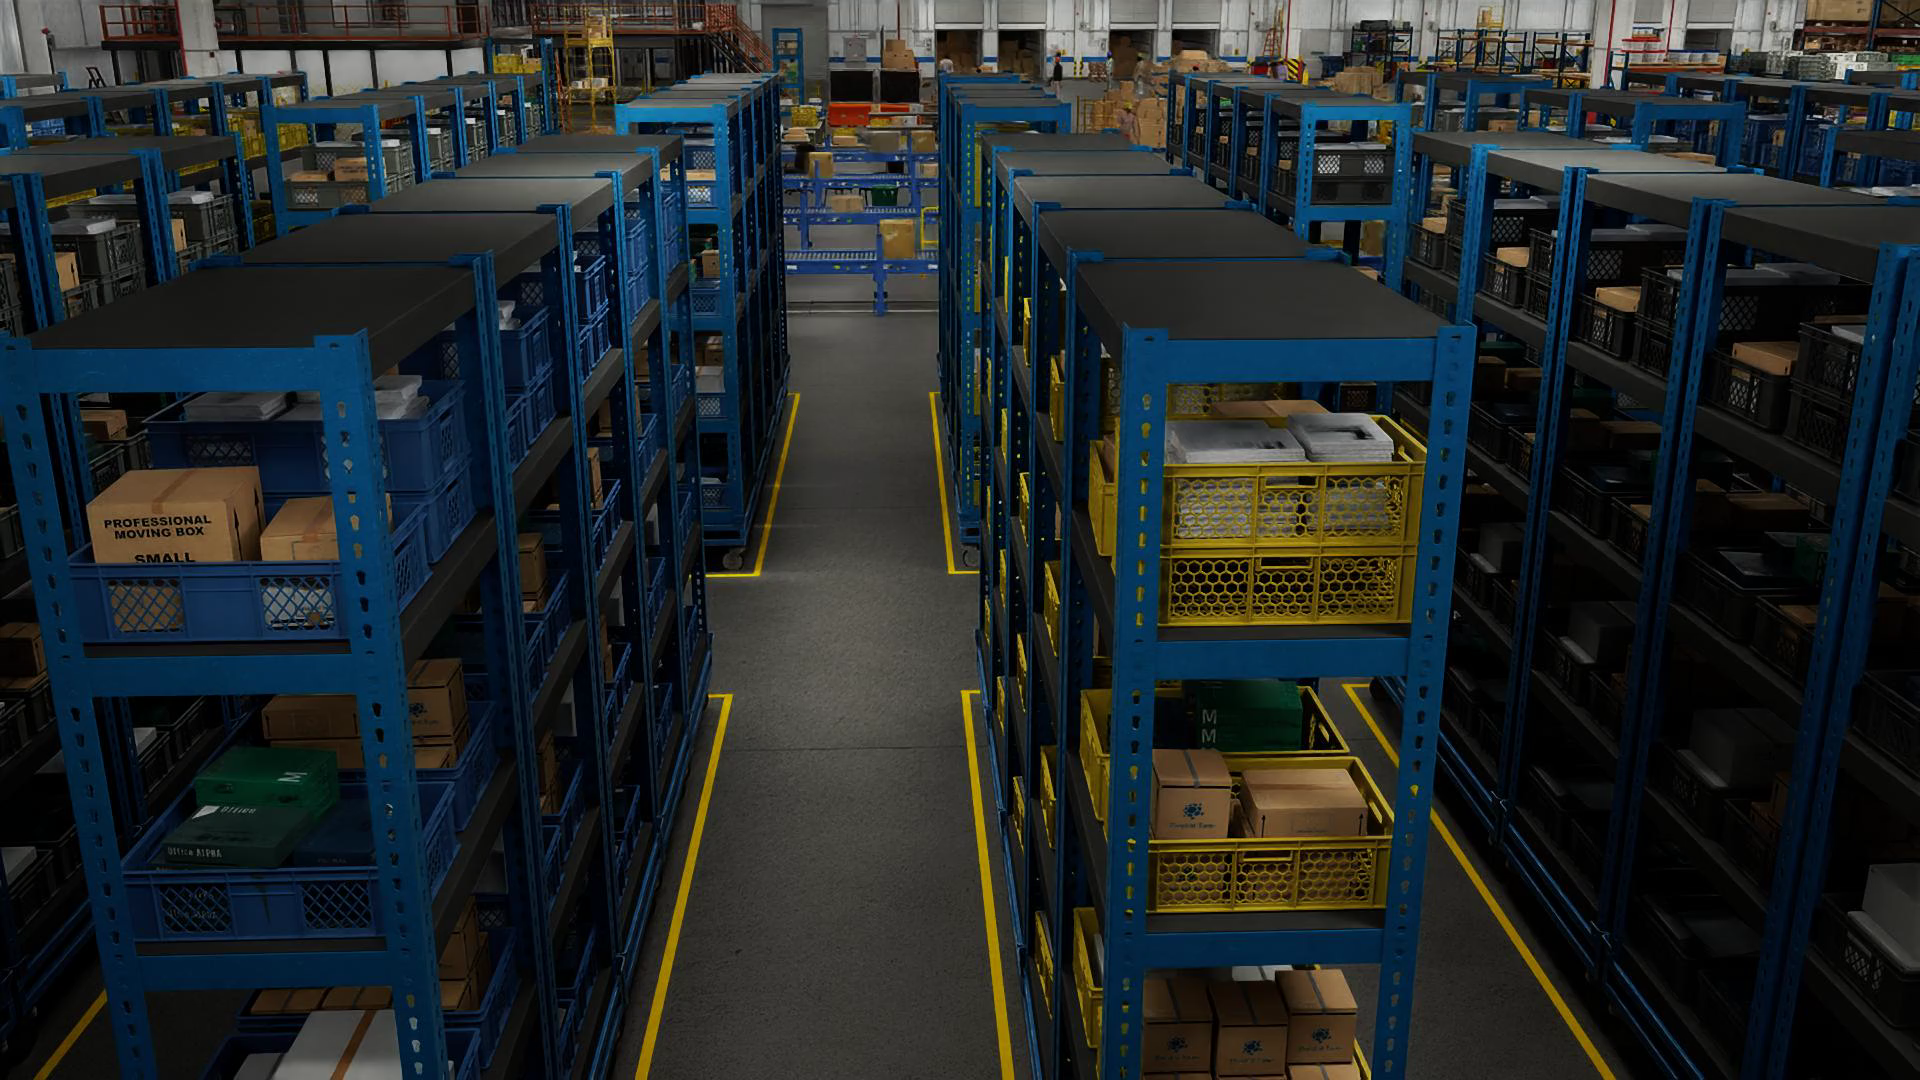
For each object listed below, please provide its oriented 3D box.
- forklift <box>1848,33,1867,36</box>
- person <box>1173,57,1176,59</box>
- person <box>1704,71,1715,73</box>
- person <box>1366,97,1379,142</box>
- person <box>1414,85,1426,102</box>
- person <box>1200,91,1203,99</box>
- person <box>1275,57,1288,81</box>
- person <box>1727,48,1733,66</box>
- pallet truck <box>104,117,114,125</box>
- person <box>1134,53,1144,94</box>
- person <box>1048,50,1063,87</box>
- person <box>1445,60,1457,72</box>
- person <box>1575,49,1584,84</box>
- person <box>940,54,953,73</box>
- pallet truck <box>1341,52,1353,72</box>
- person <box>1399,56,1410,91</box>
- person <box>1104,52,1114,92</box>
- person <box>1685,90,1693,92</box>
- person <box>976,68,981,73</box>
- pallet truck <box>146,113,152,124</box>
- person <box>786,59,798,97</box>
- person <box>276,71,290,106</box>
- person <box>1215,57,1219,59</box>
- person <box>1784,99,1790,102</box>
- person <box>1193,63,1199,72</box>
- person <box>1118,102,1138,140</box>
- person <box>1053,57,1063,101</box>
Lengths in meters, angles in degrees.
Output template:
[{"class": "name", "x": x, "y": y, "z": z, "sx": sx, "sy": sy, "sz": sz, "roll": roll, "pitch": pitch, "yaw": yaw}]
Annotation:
[{"class": "forklift", "x": 46.106, "y": -24.701, "z": 85.701, "sx": 1.129, "sy": 2.768, "sz": 1.873, "roll": -1, "pitch": 18, "yaw": -2}, {"class": "person", "x": 10.676, "y": -23.197, "z": 82.928, "sx": 0.876, "sy": 1.700, "sz": 0.524, "roll": -2, "pitch": 18, "yaw": -6}, {"class": "person", "x": 31.147, "y": -18.912, "z": 69.343, "sx": 0.576, "sy": 1.904, "sz": 0.400, "roll": -3, "pitch": 18, "yaw": -8}, {"class": "person", "x": 11.917, "y": -12.014, "z": 48.356, "sx": 0.536, "sy": 1.688, "sz": 0.421, "roll": 0, "pitch": 18, "yaw": 1}, {"class": "person", "x": 15.743, "y": -15.017, "z": 57.077, "sx": 0.982, "sy": 2.000, "sz": 0.683, "roll": 2, "pitch": 18, "yaw": 7}, {"class": "person", "x": 8.131, "y": -14.913, "z": 57.097, "sx": 0.883, "sy": 1.832, "sz": 0.496, "roll": 0, "pitch": 18, "yaw": -1}, {"class": "person", "x": 14.678, "y": -21.056, "z": 75.966, "sx": 0.614, "sy": 1.919, "sz": 0.395, "roll": 11, "pitch": 21, "yaw": 31}, {"class": "person", "x": 41.663, "y": -25.658, "z": 90.191, "sx": 0.368, "sy": 1.931, "sz": 0.626, "roll": 2, "pitch": 18, "yaw": 5}, {"class": "pallet truck", "x": -18.367, "y": -7.885, "z": 35.078, "sx": 1.885, "sy": 1.965, "sz": 0.823, "roll": 1, "pitch": 18, "yaw": 2}, {"class": "person", "x": 8.788, "y": -22.927, "z": 81.758, "sx": 0.534, "sy": 1.908, "sz": 0.622, "roll": -3, "pitch": 18, "yaw": -10}, {"class": "person", "x": 5.073, "y": -24.931, "z": 87.997, "sx": 0.754, "sy": 1.898, "sz": 0.549, "roll": 10, "pitch": 20, "yaw": 27}, {"class": "person", "x": 22.574, "y": -21.183, "z": 76.614, "sx": 0.523, "sy": 1.760, "sz": 0.324, "roll": 7, "pitch": 19, "yaw": 19}, {"class": "person", "x": 33.957, "y": -25.911, "z": 91.045, "sx": 1.036, "sy": 1.879, "sz": 0.552, "roll": -11, "pitch": 21, "yaw": -31}, {"class": "person", "x": -0.662, "y": -22.584, "z": 80.659, "sx": 0.629, "sy": 1.940, "sz": 0.379, "roll": 2, "pitch": 18, "yaw": 6}, {"class": "pallet truck", "x": 18.794, "y": -23.123, "z": 82.231, "sx": 0.823, "sy": 1.965, "sz": 1.885, "roll": -13, "pitch": 22, "yaw": -35}, {"class": "person", "x": 22.559, "y": -23.671, "z": 84.406, "sx": 0.535, "sy": 1.700, "sz": 0.318, "roll": 2, "pitch": 18, "yaw": 7}, {"class": "person", "x": 7.483, "y": -23.454, "z": 83.333, "sx": 0.389, "sy": 1.949, "sz": 0.603, "roll": -8, "pitch": 19, "yaw": -23}, {"class": "person", "x": 27.409, "y": -16.820, "z": 62.821, "sx": 0.373, "sy": 1.939, "sz": 0.545, "roll": -16, "pitch": 24, "yaw": -41}, {"class": "person", "x": 0.718, "y": -17.413, "z": 64.794, "sx": 0.500, "sy": 1.861, "sz": 0.328, "roll": -12, "pitch": 22, "yaw": -33}, {"class": "pallet truck", "x": -18.087, "y": -8.309, "z": 36.390, "sx": 1.885, "sy": 1.965, "sz": 0.823, "roll": -1, "pitch": 18, "yaw": -4}, {"class": "person", "x": -8.015, "y": -22.013, "z": 79.112, "sx": 0.646, "sy": 1.795, "sz": 0.937, "roll": -8, "pitch": 19, "yaw": -22}, {"class": "person", "x": -25.524, "y": -16.769, "z": 62.831, "sx": 0.975, "sy": 1.845, "sz": 0.586, "roll": 0, "pitch": 18, "yaw": -1}, {"class": "person", "x": 12.172, "y": -21.953, "z": 78.886, "sx": 0.665, "sy": 1.818, "sz": 0.687, "roll": 17, "pitch": 25, "yaw": 42}, {"class": "person", "x": 29.113, "y": -15.301, "z": 58.591, "sx": 0.535, "sy": 1.640, "sz": 0.892, "roll": -12, "pitch": 22, "yaw": -33}, {"class": "person", "x": 9.274, "y": -17.791, "z": 65.686, "sx": 0.601, "sy": 2.035, "sz": 0.401, "roll": 5, "pitch": 19, "yaw": 15}, {"class": "person", "x": 4.535, "y": -11.017, "z": 45.207, "sx": 0.532, "sy": 1.716, "sz": 0.917, "roll": -13, "pitch": 22, "yaw": -34}, {"class": "person", "x": 4.341, "y": -20.538, "z": 74.239, "sx": 0.388, "sy": 1.992, "sz": 0.617, "roll": -10, "pitch": 20, "yaw": -27}]
